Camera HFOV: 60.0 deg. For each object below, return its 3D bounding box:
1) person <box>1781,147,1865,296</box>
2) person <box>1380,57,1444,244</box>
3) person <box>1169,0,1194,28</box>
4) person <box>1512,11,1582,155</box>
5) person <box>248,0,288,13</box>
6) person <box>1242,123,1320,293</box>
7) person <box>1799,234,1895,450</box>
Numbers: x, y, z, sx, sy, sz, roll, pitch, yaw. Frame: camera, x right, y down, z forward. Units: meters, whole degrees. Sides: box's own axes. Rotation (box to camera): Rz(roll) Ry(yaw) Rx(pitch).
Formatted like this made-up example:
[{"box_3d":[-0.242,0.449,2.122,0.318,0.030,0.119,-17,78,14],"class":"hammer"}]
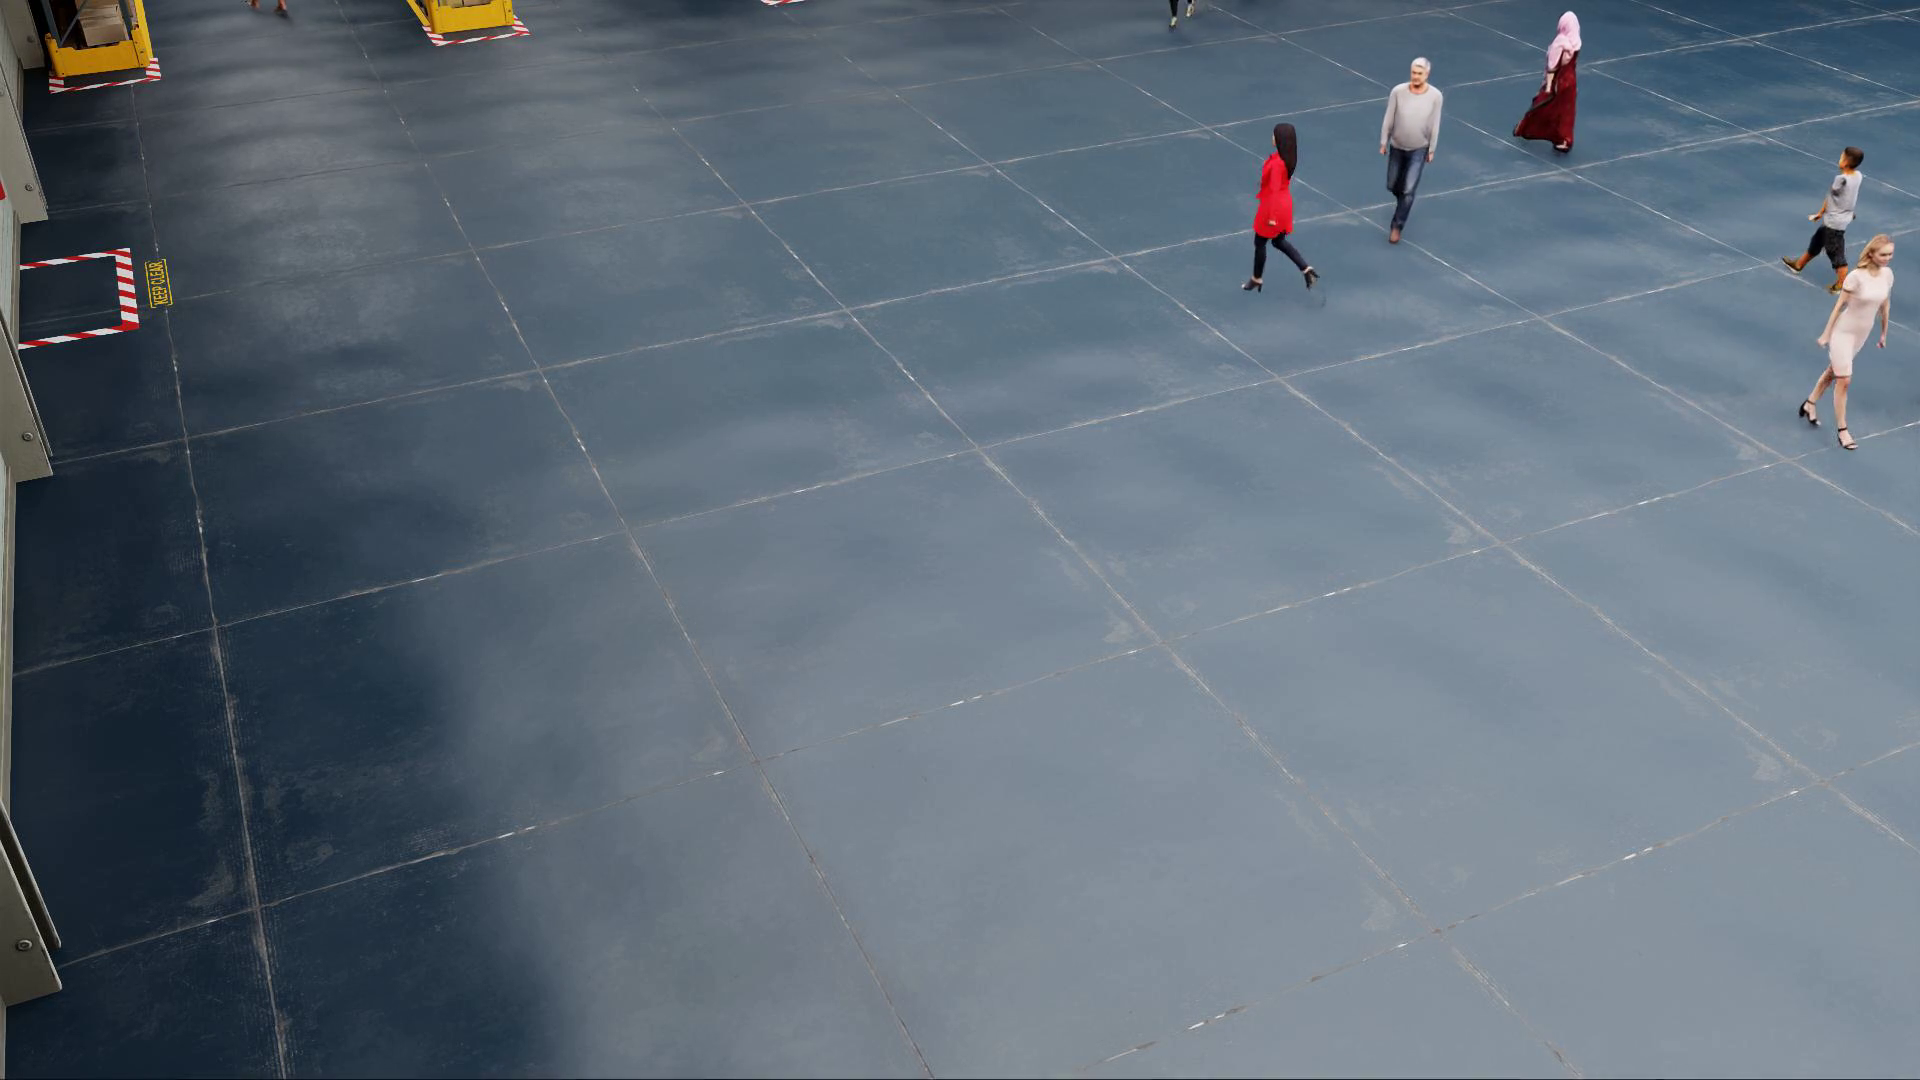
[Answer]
[{"box_3d":[8.653,-3.152,16.280,0.654,1.420,1.043,-19,38,-27],"class":"person"},{"box_3d":[4.693,-4.097,17.309,1.174,1.883,1.192,14,36,21],"class":"person"},{"box_3d":[3.218,-8.311,23.874,0.916,1.790,0.974,13,35,19],"class":"person"},{"box_3d":[7.062,-5.302,19.433,0.619,1.587,1.037,-15,36,-21],"class":"person"},{"box_3d":[-10.233,-8.600,24.309,1.257,1.800,0.963,24,40,32],"class":"person"},{"box_3d":[3.116,-3.120,15.949,1.083,1.727,0.961,17,37,24],"class":"person"},{"box_3d":[7.271,-1.711,13.723,0.747,1.792,1.039,-8,34,-12],"class":"person"}]
